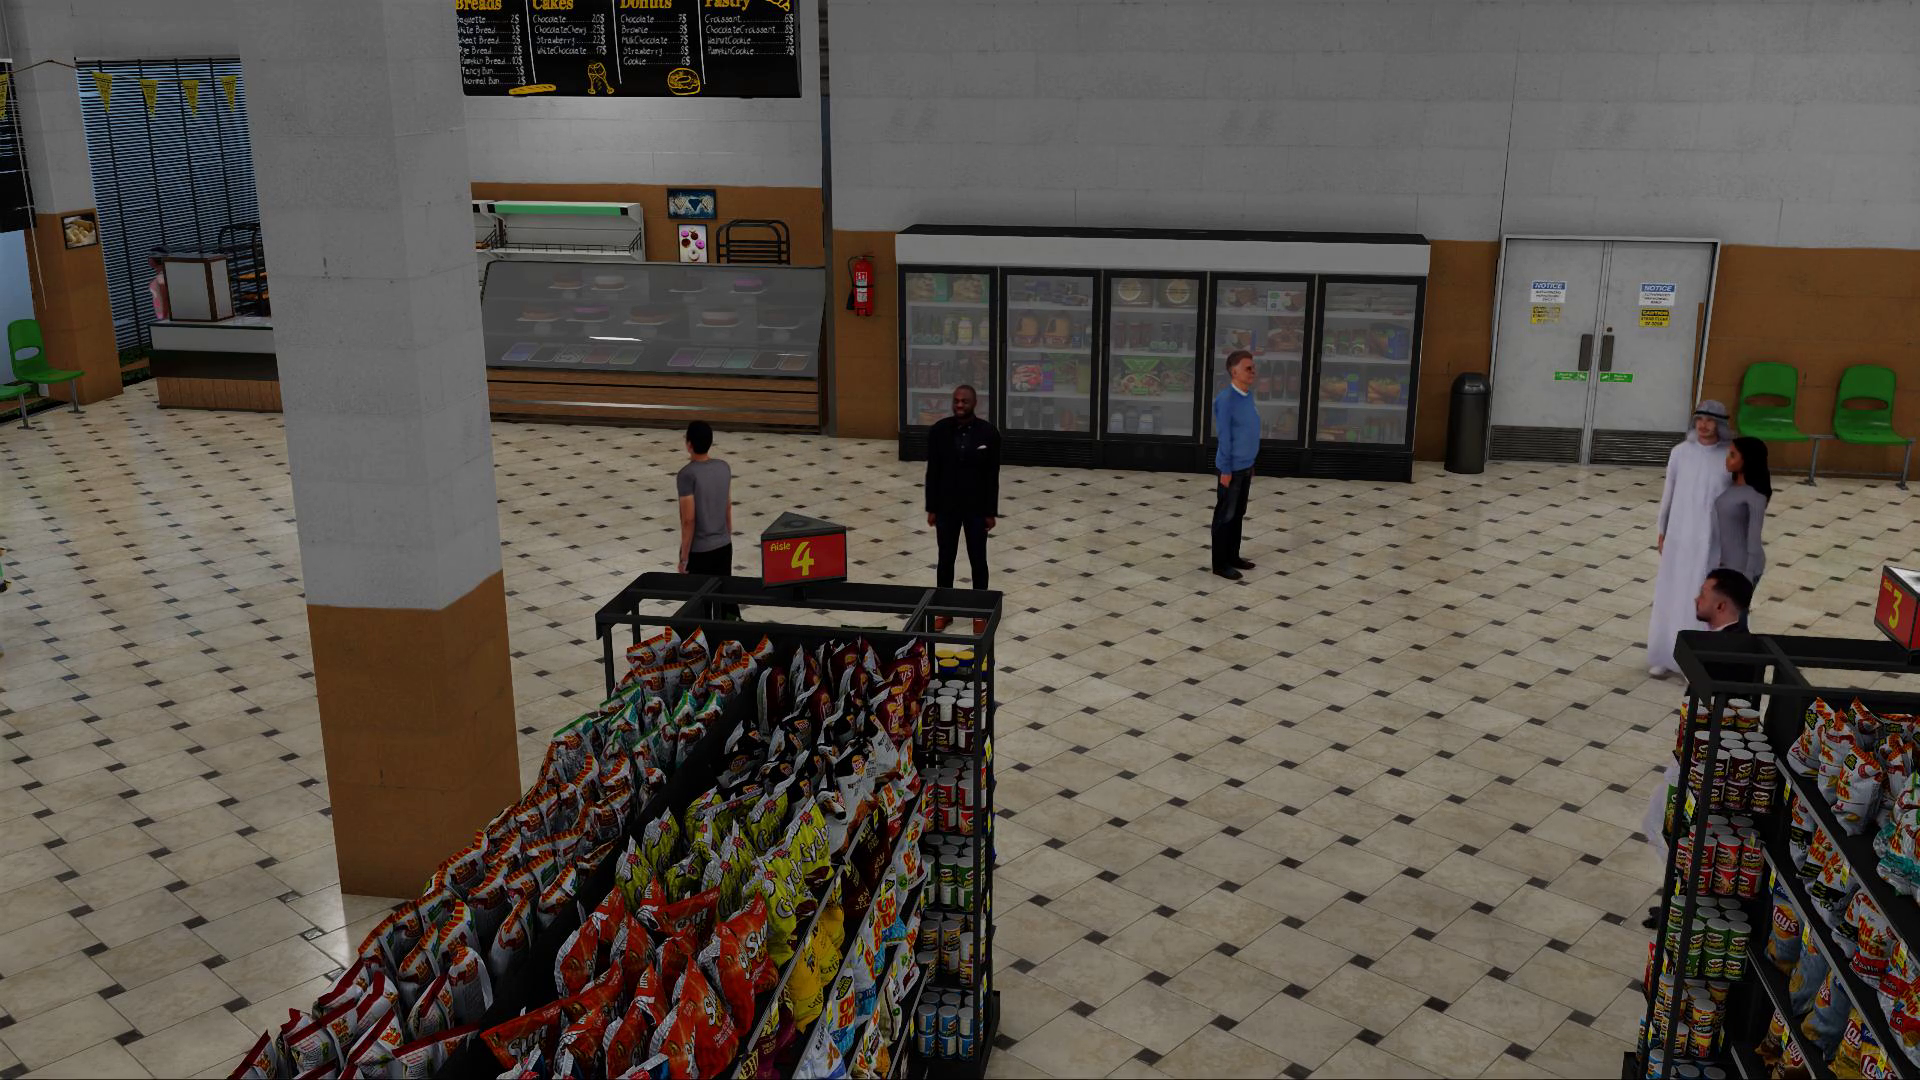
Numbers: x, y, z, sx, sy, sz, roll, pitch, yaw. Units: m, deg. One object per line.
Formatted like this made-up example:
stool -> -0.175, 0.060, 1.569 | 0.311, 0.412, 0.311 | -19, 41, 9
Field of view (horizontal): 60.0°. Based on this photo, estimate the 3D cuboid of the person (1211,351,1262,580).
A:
person -> 2.190, -0.623, 13.280 | 0.792, 1.820, 0.653 | 11, 20, 32

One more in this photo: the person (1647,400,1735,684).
person -> 4.927, 0.003, 11.049 | 0.827, 1.918, 0.849 | 12, 20, 34

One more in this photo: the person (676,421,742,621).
person -> -1.702, 0.055, 11.161 | 0.758, 1.754, 0.622 | 12, 21, 35

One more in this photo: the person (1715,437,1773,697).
person -> 5.092, 0.177, 10.805 | 0.686, 1.726, 0.519 | 1, 17, 4

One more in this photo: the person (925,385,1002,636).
person -> 0.023, -0.227, 11.979 | 0.682, 1.817, 0.572 | 3, 17, 10

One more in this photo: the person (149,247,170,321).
person -> -9.616, -2.687, 20.209 | 0.718, 1.742, 0.592 | -5, 18, -15

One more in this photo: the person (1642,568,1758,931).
person -> 3.594, 1.042, 7.778 | 0.850, 1.831, 0.706 | 11, 20, 32
